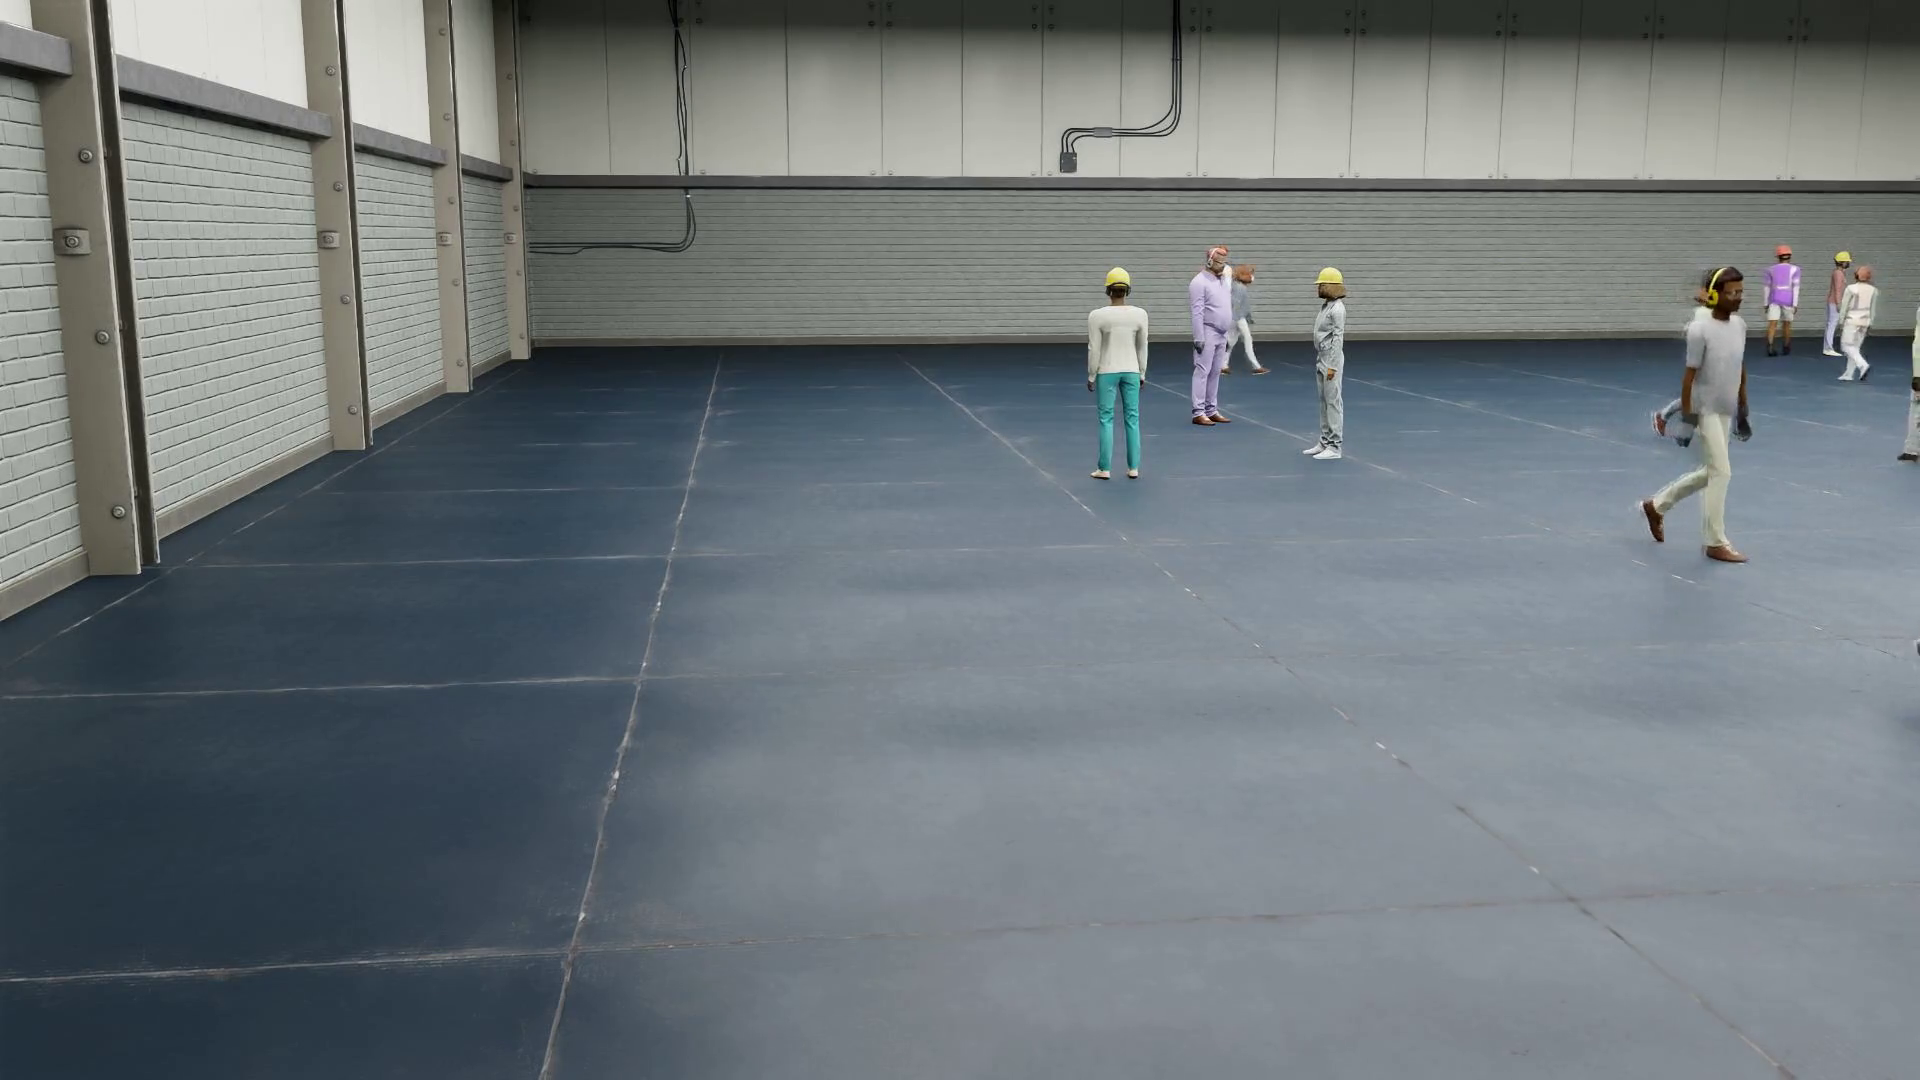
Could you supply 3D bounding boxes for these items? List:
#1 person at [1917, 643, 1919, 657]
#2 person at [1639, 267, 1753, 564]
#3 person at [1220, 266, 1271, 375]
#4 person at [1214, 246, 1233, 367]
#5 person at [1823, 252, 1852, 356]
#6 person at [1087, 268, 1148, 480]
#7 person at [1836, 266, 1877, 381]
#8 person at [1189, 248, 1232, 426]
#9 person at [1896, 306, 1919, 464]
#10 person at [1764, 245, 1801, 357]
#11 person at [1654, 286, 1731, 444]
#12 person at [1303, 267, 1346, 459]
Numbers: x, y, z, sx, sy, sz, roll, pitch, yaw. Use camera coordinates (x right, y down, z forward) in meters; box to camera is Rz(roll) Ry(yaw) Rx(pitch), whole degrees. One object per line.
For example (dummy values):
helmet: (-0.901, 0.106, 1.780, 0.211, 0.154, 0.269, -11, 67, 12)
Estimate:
person: (4.605, -0.184, 6.988, 0.849, 1.901, 0.597, 5, 11, 25)
person: (4.732, -0.809, 10.567, 0.527, 1.844, 0.795, -7, 12, -34)
person: (4.190, -3.202, 24.342, 0.847, 1.590, 0.506, 2, 11, 13)
person: (3.967, -3.551, 25.473, 0.356, 1.885, 0.574, 6, 12, 31)
person: (14.973, -4.023, 28.380, 0.326, 1.769, 0.526, 5, 11, 23)
person: (1.312, -1.382, 13.905, 0.525, 1.769, 0.309, -2, 11, -13)
person: (12.513, -3.001, 23.149, 0.522, 1.621, 0.623, -3, 11, -16)
person: (2.734, -2.195, 17.993, 0.409, 1.903, 0.639, 8, 13, 36)
person: (8.631, -1.502, 14.516, 0.611, 1.798, 0.874, 0, 10, 0)
person: (13.951, -4.060, 28.277, 0.554, 1.886, 1.005, 8, 13, 37)
person: (7.279, -1.758, 16.379, 0.510, 1.612, 0.637, -9, 14, -41)
person: (3.366, -1.617, 15.252, 0.294, 1.744, 0.487, -1, 10, -4)
